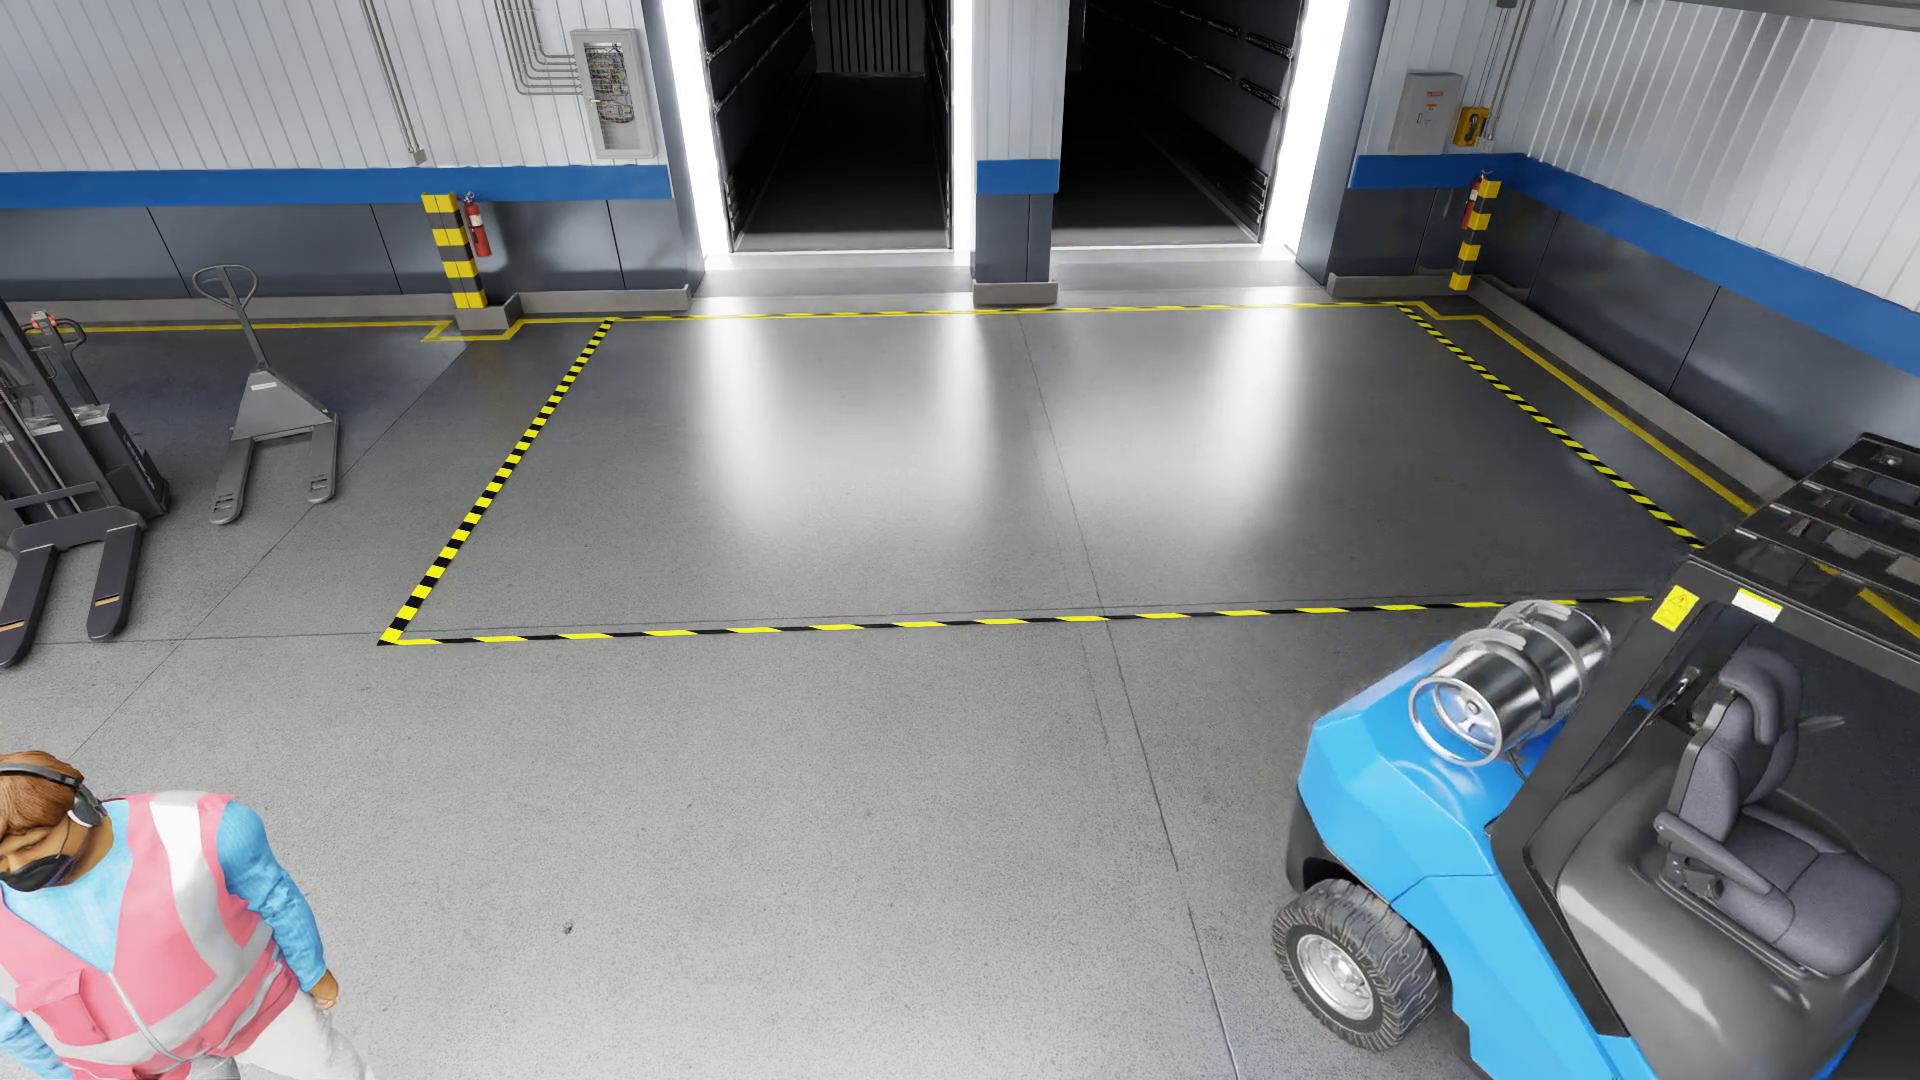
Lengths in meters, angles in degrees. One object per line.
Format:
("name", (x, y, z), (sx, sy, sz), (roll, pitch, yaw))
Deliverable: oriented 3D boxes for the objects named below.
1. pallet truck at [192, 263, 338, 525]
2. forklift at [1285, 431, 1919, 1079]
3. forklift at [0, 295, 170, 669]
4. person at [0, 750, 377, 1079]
("pallet truck", (-4.778, -1.027, 6.128), (0.680, 1.201, 1.601), (-17, 38, -23))
("forklift", (2.299, 0.945, 2.321), (1.157, 2.036, 2.680), (-21, 40, -27))
("forklift", (-5.212, -0.618, 4.878), (0.823, 1.965, 1.885), (-20, 39, -26))
("person", (-1.959, 1.228, 2.361), (0.625, 1.844, 0.429), (-22, 40, -28))
